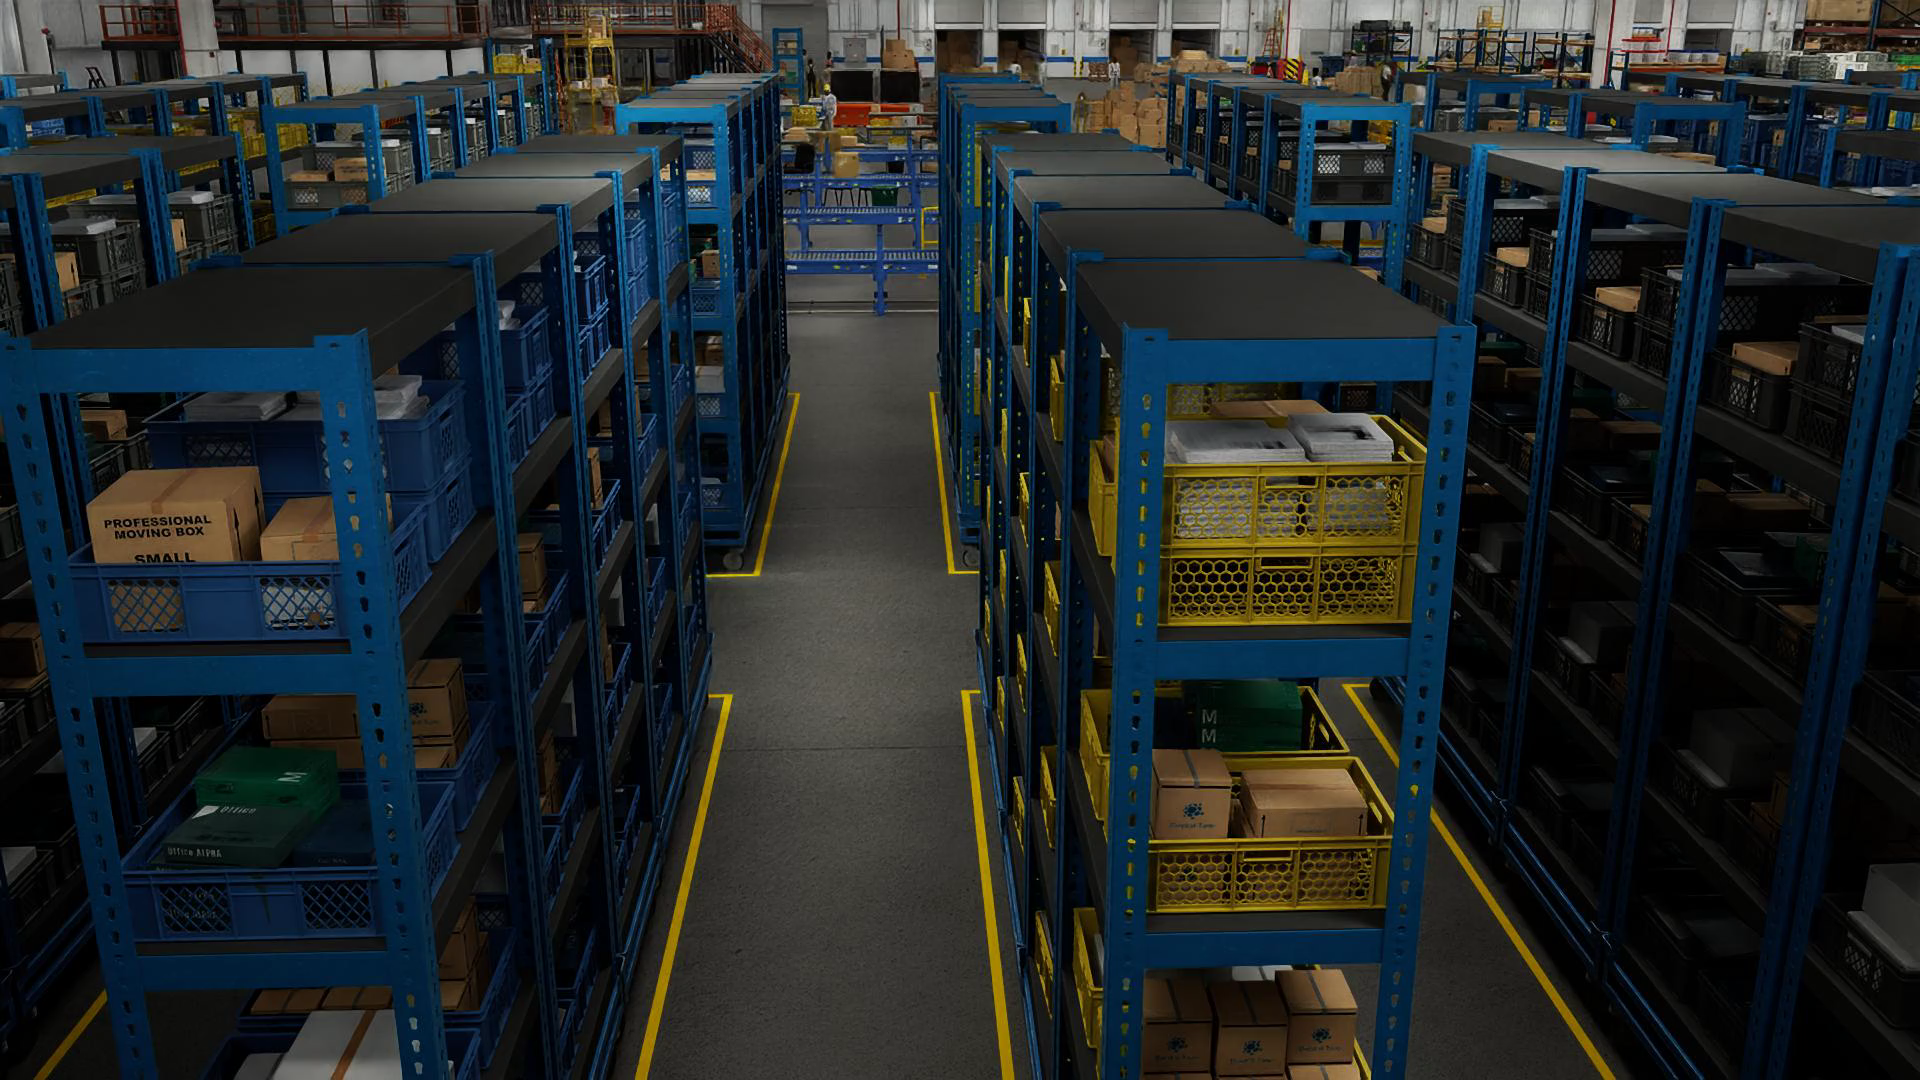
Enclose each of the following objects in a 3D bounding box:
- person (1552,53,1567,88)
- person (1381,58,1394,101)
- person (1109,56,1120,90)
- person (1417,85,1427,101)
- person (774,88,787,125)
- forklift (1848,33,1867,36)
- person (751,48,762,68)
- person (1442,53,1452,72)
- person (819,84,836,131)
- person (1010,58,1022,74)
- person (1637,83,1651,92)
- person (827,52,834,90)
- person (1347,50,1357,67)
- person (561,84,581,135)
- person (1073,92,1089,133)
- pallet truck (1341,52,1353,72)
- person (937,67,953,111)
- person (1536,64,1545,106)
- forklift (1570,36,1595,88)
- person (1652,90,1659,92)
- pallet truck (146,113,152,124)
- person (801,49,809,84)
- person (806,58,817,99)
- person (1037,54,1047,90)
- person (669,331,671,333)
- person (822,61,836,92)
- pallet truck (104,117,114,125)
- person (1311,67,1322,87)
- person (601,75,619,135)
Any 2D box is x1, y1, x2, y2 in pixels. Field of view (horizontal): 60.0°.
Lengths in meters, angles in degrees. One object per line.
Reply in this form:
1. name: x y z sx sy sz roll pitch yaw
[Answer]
1. person: 30.036 -23.405 83.318 1.053 1.891 0.649 8 19 22
2. person: 18.385 -19.715 71.617 0.627 2.000 0.758 -1 18 -3
3. person: 7.293 -21.923 78.727 0.567 1.876 0.354 -7 19 -21
4. person: 15.701 -14.799 56.635 0.642 1.891 0.662 9 20 25
5. person: -5.663 -13.285 51.940 0.565 1.897 0.547 5 19 16
6. forklift: 46.106 -24.701 85.701 1.129 2.768 1.873 -1 18 -2
7. person: -11.229 -26.151 91.751 0.586 1.910 0.396 -7 19 -21
8. person: 25.195 -24.409 86.522 0.646 1.813 0.644 0 18 -1
9. person: -4.220 -13.530 52.809 0.587 1.833 0.404 2 18 6
10. person: 2.561 -21.477 77.390 0.592 1.845 0.964 10 21 29
11. person: 24.984 -16.028 60.867 0.508 1.629 0.315 0 18 1
12. person: -6.603 -23.849 84.604 0.376 1.917 0.599 -12 22 -33
13. person: 20.636 -24.811 87.566 0.388 1.927 0.589 -12 22 -33
14. person: -12.959 -14.204 55.084 0.860 1.702 0.504 1 18 4
15. person: 3.844 -13.360 52.619 0.527 1.612 0.571 10 21 29
16. pallet truck: 18.794 -23.123 82.231 0.823 1.965 1.885 -13 22 -35
17. person: -0.519 -17.589 65.270 0.912 1.909 0.553 5 19 16
18. person: 24.123 -18.862 69.273 0.531 1.860 0.331 -9 20 -25
19. forklift: 29.604 -22.031 77.440 1.873 2.768 1.129 -1 18 -2
20. person: 21.823 -13.273 52.256 0.539 1.676 0.566 -13 22 -34
21. pallet truck: -18.087 -8.309 36.390 1.885 1.965 0.823 -1 18 -4
22. person: -8.525 -25.982 91.295 0.518 1.865 0.326 3 18 10
23. person: -6.886 -21.342 76.964 0.508 1.846 0.345 -5 18 -14
24. person: 3.929 -22.327 79.878 0.624 1.933 0.442 -14 22 -36
25. person: -4.142 -3.627 22.296 0.582 1.746 0.535 3 18 10
26. person: -5.657 -19.663 71.664 0.578 1.913 0.552 -5 19 -16
27. pallet truck: -18.367 -7.885 35.078 1.885 1.965 0.823 1 18 2
28. person: 13.433 -16.874 62.941 0.372 1.966 0.608 15 23 40
29. person: -11.788 -14.655 56.060 0.603 1.986 0.412 3 18 8
